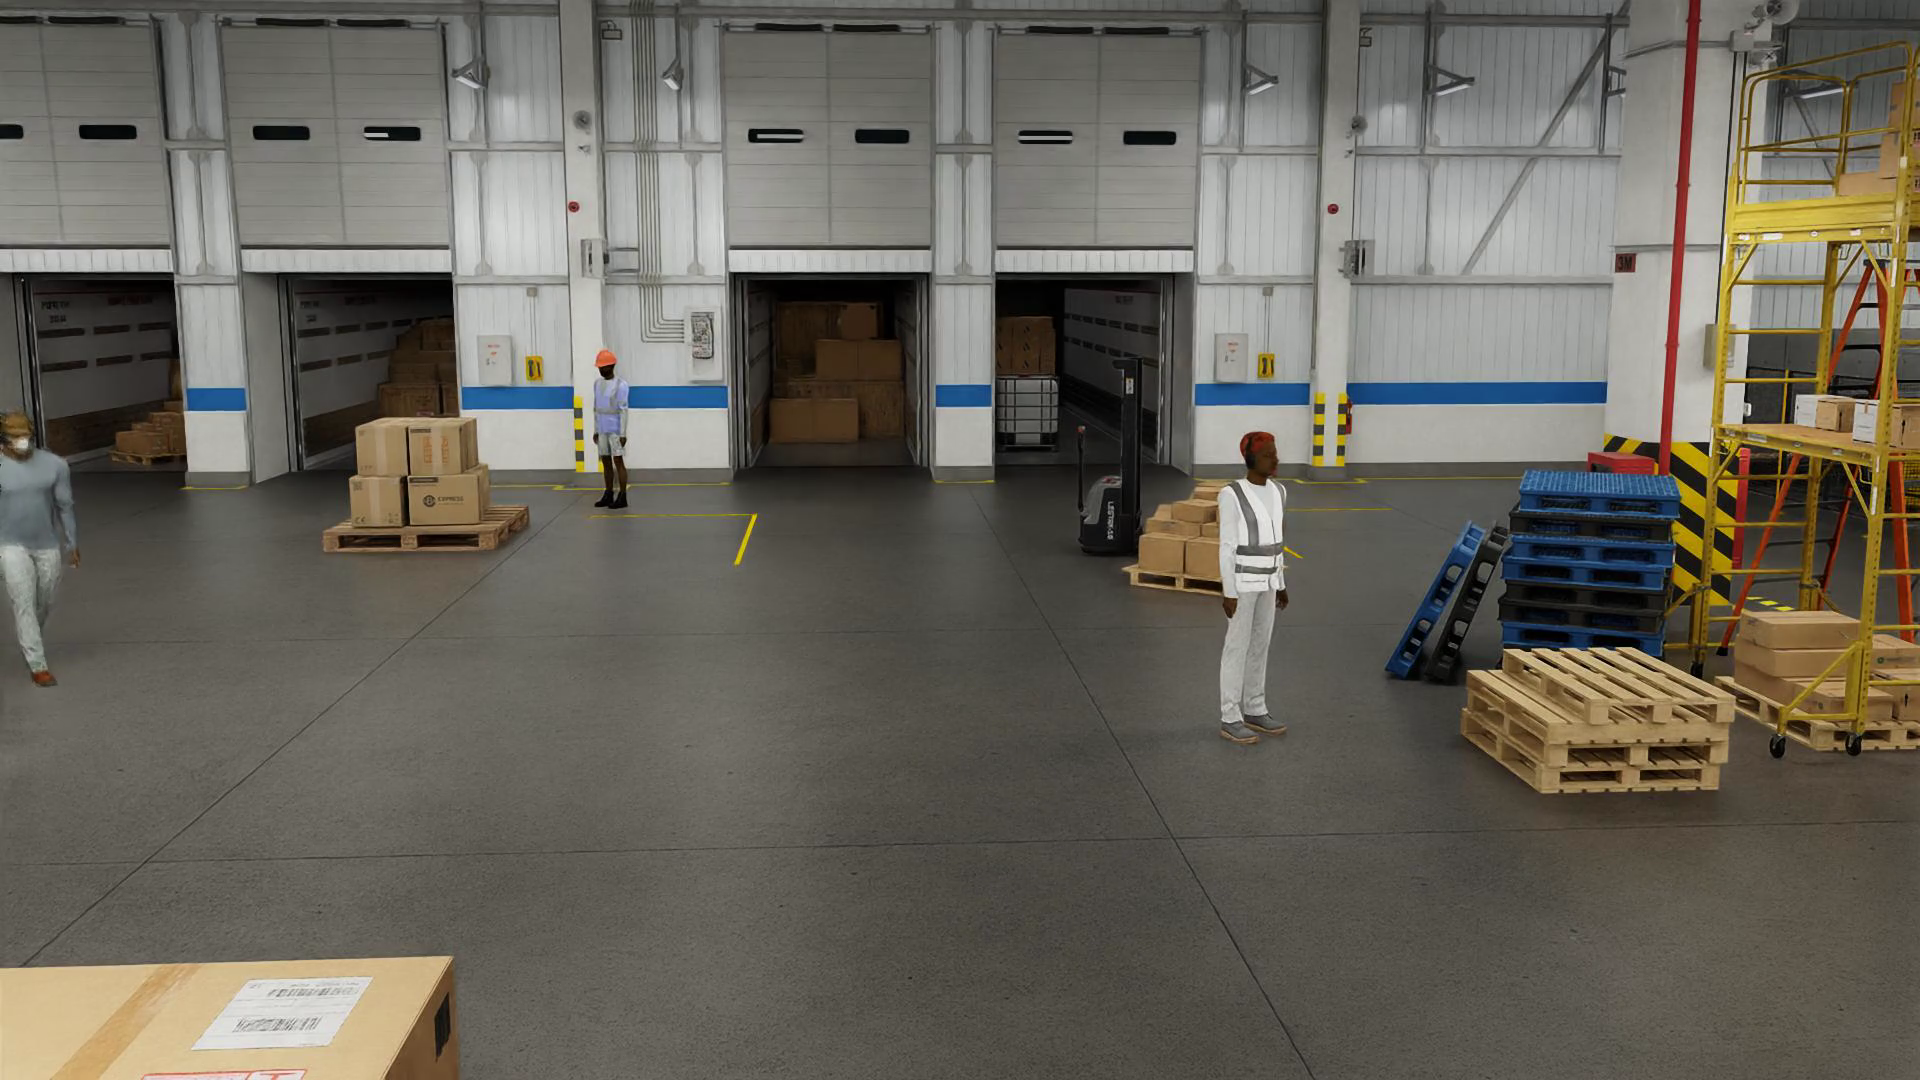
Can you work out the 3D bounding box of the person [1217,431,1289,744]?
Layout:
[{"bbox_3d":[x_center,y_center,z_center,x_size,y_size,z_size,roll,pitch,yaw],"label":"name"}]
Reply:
[{"bbox_3d":[1.790,0.279,10.115,0.578,1.884,0.353,-9,12,-43],"label":"person"}]

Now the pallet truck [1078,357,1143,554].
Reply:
[{"bbox_3d":[2.088,-0.836,16.757,1.885,1.965,0.823,2,9,13],"label":"pallet truck"}]

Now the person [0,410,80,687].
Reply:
[{"bbox_3d":[-6.540,0.031,11.614,0.634,1.909,0.890,-9,13,-44],"label":"person"}]

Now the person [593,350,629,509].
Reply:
[{"bbox_3d":[-4.248,-1.338,20.141,0.544,1.929,0.388,6,11,35],"label":"person"}]
